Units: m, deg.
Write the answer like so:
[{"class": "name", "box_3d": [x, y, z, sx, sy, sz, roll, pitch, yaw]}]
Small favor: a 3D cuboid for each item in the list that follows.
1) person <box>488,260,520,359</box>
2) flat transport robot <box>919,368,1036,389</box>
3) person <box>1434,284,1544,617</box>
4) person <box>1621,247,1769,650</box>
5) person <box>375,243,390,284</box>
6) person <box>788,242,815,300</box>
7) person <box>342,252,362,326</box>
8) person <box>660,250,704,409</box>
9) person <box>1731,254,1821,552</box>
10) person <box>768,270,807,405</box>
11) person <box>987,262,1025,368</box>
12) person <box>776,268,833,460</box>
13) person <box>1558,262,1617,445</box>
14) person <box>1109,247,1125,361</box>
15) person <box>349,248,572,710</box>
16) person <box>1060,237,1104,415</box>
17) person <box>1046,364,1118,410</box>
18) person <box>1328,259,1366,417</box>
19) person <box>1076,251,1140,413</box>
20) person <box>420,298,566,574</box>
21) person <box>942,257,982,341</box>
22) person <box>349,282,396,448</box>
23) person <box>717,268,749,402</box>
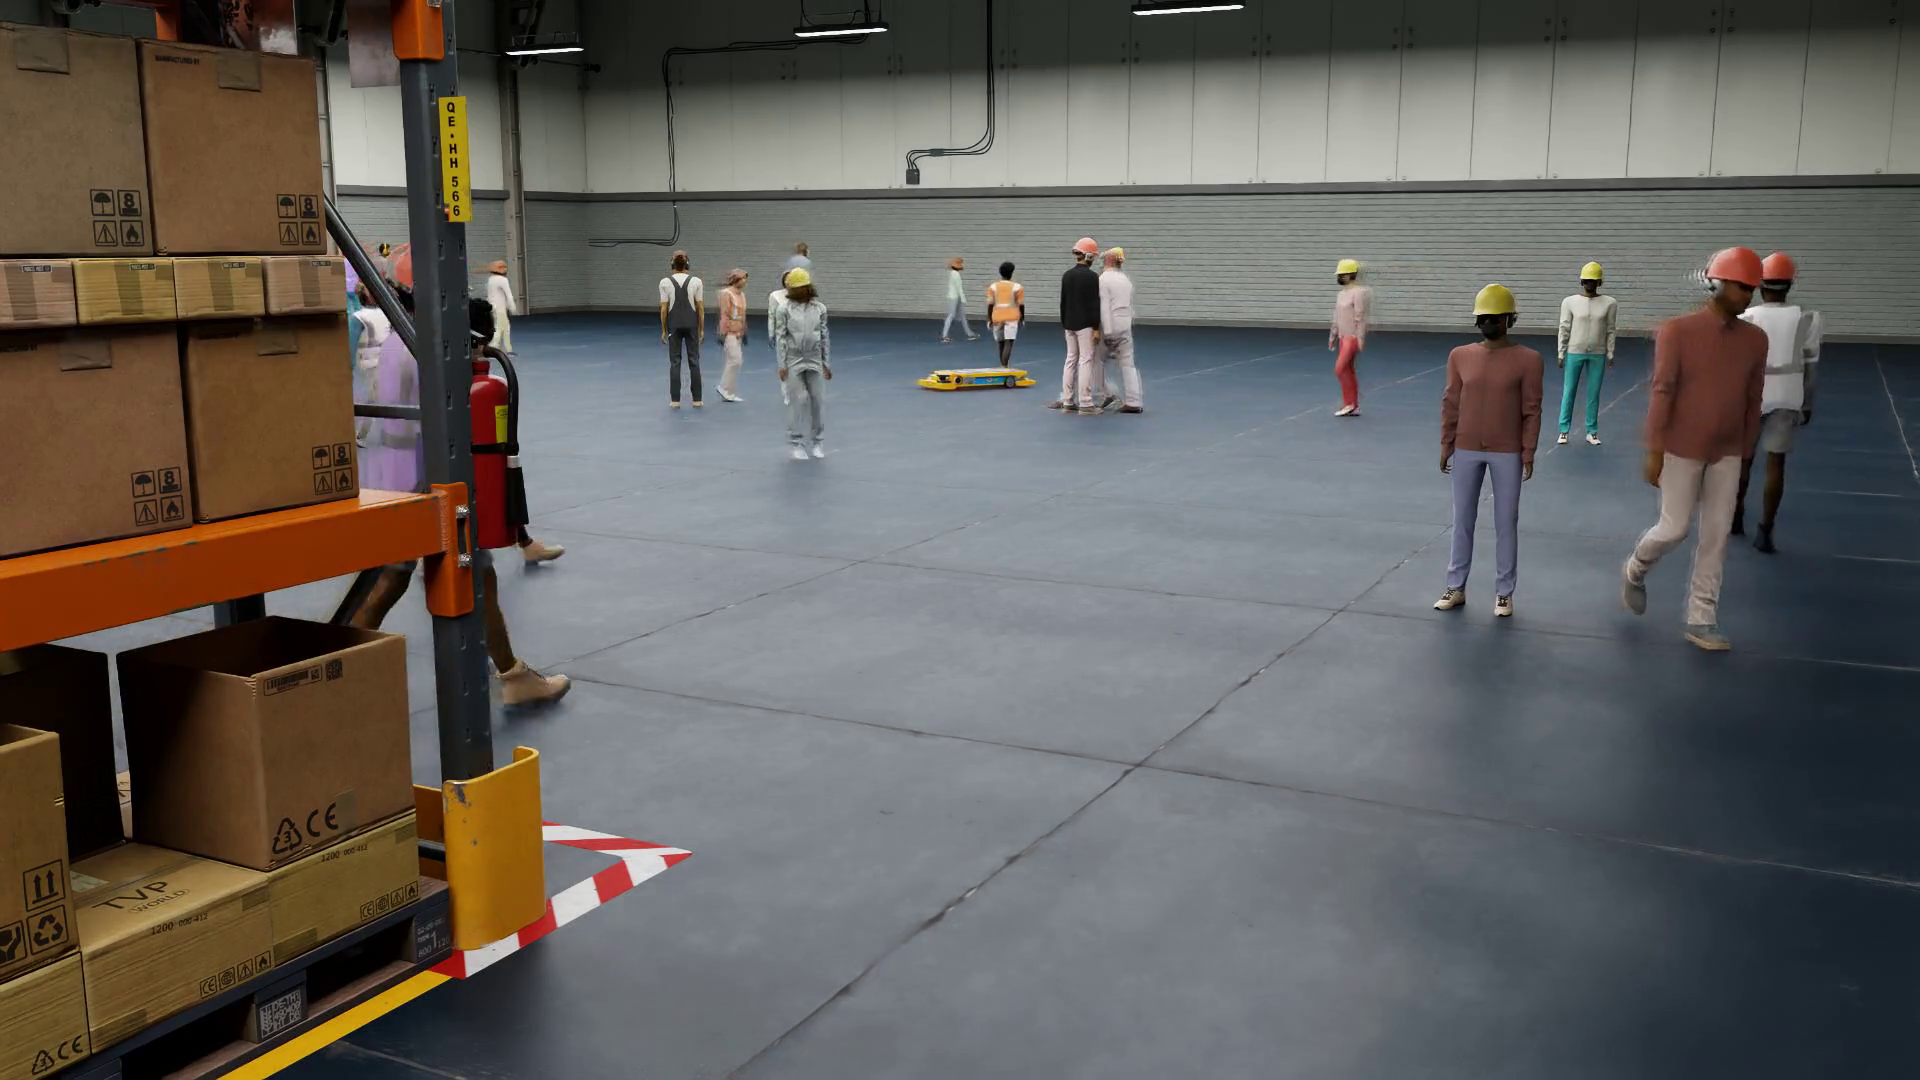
[{"class": "person", "box_3d": [-7.484, -3.794, 27.419, 0.700, 1.610, 0.508, -9, 13, -39]}, {"class": "flat transport robot", "box_3d": [0.235, -2.154, 22.119, 1.431, 0.197, 0.652, -5, 12, -27]}, {"class": "person", "box_3d": [2.820, -0.475, 8.887, 0.527, 1.768, 0.314, 6, 12, 31]}, {"class": "person", "box_3d": [3.663, -0.467, 8.291, 0.621, 1.970, 0.665, -1, 10, -8]}, {"class": "person", "box_3d": [-12.421, -5.429, 35.684, 0.476, 1.849, 0.555, -9, 14, -41]}, {"class": "person", "box_3d": [-3.146, -4.899, 32.682, 1.027, 1.896, 0.649, -9, 14, -40]}, {"class": "person", "box_3d": [-11.823, -4.787, 32.205, 0.589, 1.838, 0.476, -4, 11, -22]}, {"class": "person", "box_3d": [-3.248, -2.458, 19.478, 0.504, 1.847, 0.345, -2, 11, -10]}, {"class": "person", "box_3d": [5.301, -0.911, 10.915, 0.553, 1.888, 0.977, 4, 11, 23]}, {"class": "person", "box_3d": [-2.013, -2.384, 19.720, 0.527, 1.613, 0.732, -1, 10, -6]}, {"class": "person", "box_3d": [0.642, -3.119, 23.601, 0.531, 1.657, 0.864, 4, 11, 19]}, {"class": "person", "box_3d": [-1.403, -1.586, 15.073, 0.516, 1.722, 0.347, -5, 11, -25]}, {"class": "person", "box_3d": [6.066, -1.798, 16.105, 0.533, 1.766, 0.318, 2, 11, 10]}, {"class": "person", "box_3d": [2.500, -3.825, 26.986, 0.403, 1.826, 0.588, 1, 10, 5]}, {"class": "person", "box_3d": [-2.203, -0.211, 6.846, 1.074, 1.992, 0.623, -8, 13, -37]}, {"class": "person", "box_3d": [1.392, -2.416, 18.844, 0.397, 1.993, 0.616, -7, 13, -34]}, {"class": "person", "box_3d": [1.447, -2.289, 19.260, 0.823, 1.593, 0.516, 2, 11, 9]}, {"class": "person", "box_3d": [4.271, -2.233, 18.493, 0.510, 1.747, 0.562, -2, 11, -12]}, {"class": "person", "box_3d": [1.734, -2.382, 19.112, 0.656, 1.831, 1.001, -10, 14, -43]}, {"class": "person", "box_3d": [-2.860, -0.613, 9.940, 0.865, 1.647, 0.548, -3, 11, -17]}, {"class": "person", "box_3d": [0.031, -4.583, 31.758, 0.818, 1.600, 0.504, 0, 10, -1]}, {"class": "person", "box_3d": [-5.512, -1.611, 15.560, 0.888, 1.589, 0.536, 4, 11, 23]}, {"class": "person", "box_3d": [-2.739, -2.470, 20.144, 0.374, 1.621, 0.557, 3, 11, 16]}]
